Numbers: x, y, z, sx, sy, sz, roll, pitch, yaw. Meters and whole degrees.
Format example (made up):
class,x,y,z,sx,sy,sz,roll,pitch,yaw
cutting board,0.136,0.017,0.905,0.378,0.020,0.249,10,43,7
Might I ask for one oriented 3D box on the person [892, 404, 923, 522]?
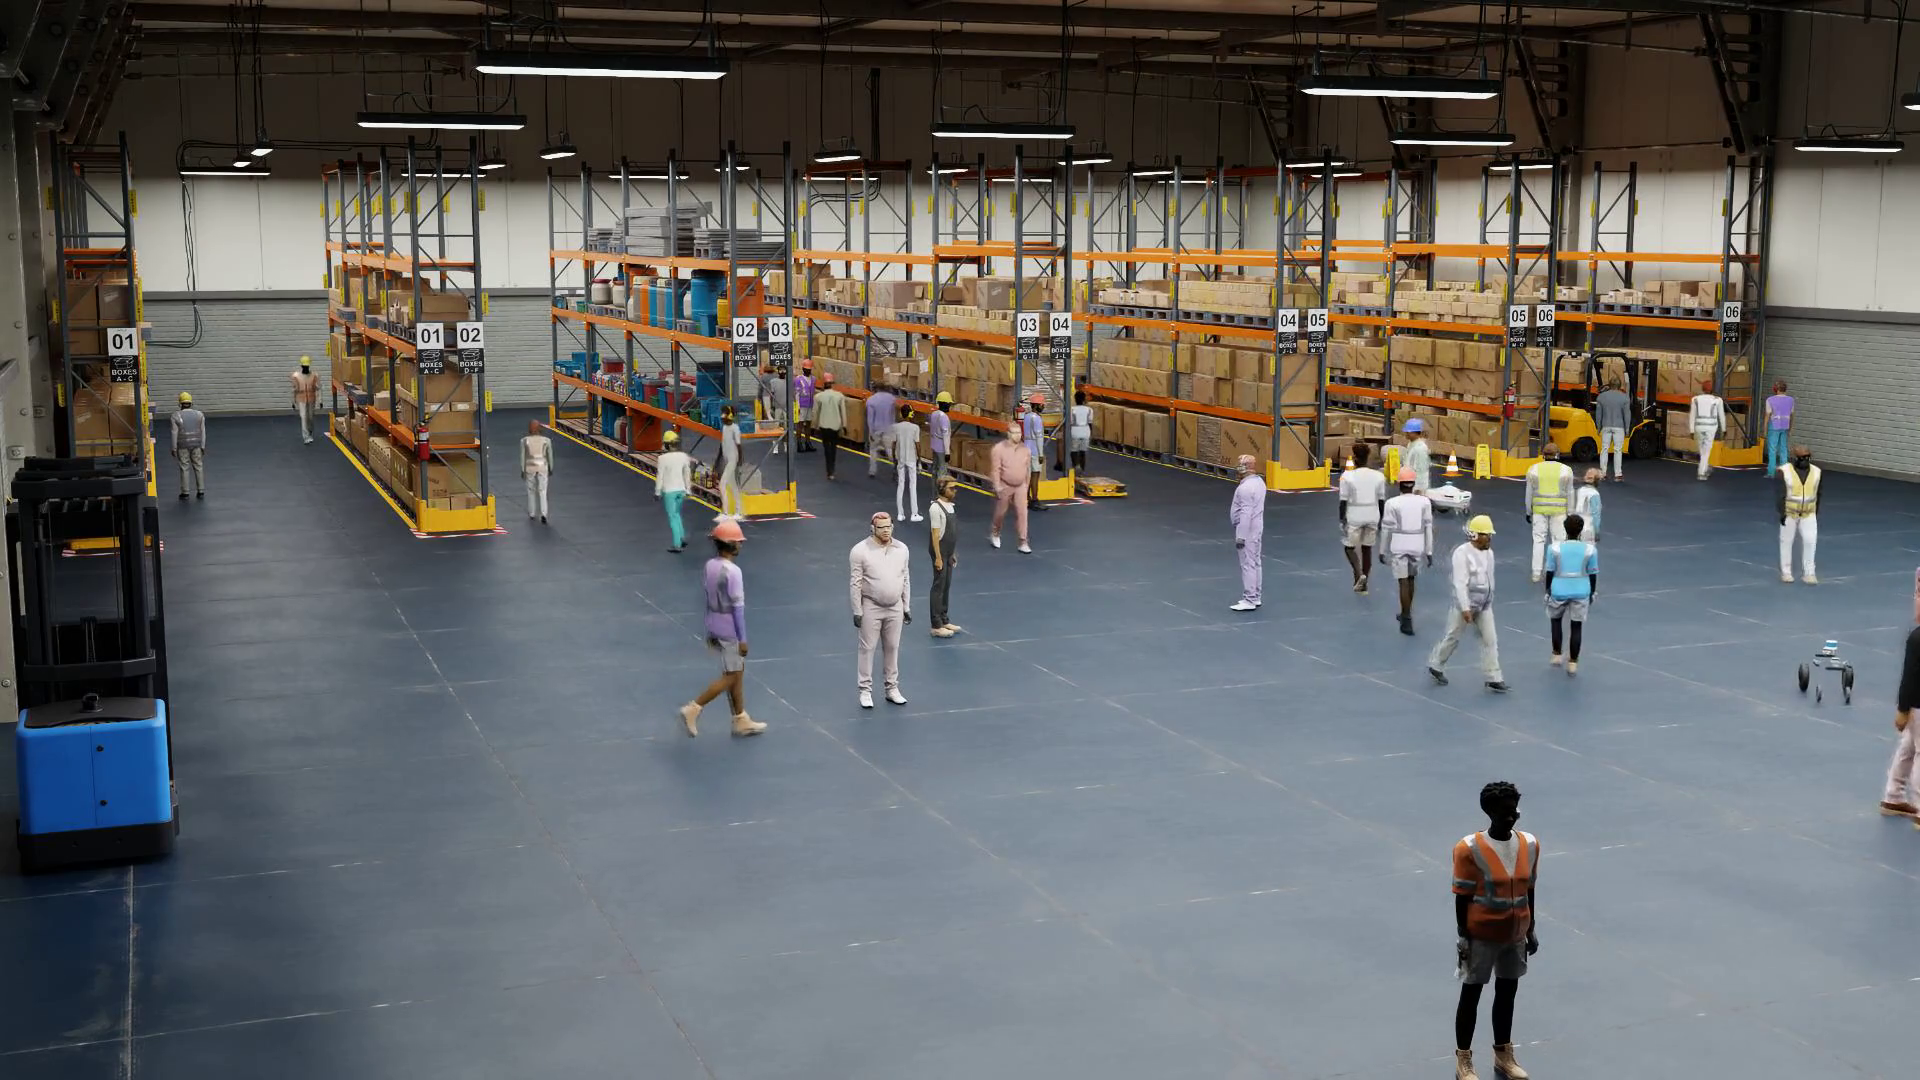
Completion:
class,x,y,z,sx,sy,sz,roll,pitch,yaw
person,-0.839,-1.232,33.309,0.520,1.865,0.327,3,9,21

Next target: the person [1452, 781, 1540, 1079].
class,x,y,z,sx,sy,sz,roll,pitch,yaw
person,2.915,2.137,11.400,0.535,1.697,0.318,-3,9,-20

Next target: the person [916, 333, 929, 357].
class,x,y,z,sx,sy,sz,roll,pitch,yaw
person,-0.984,-4.705,56.281,0.378,1.916,0.594,-6,10,-34

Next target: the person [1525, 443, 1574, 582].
class,x,y,z,sx,sy,sz,roll,pitch,yaw
person,7.763,-0.357,27.572,0.621,1.838,0.429,3,9,22

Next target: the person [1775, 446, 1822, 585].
class,x,y,z,sx,sy,sz,roll,pitch,yaw
person,10.982,-0.320,27.390,0.610,1.807,0.766,1,9,5

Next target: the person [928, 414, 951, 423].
class,x,y,z,sx,sy,sz,roll,pitch,yaw
person,-0.595,-3.711,49.866,0.917,1.846,0.595,6,10,34

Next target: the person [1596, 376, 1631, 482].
class,x,y,z,sx,sy,sz,roll,pitch,yaw
person,12.015,-2.051,38.515,0.635,1.938,0.359,6,10,34

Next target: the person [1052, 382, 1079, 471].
class,x,y,z,sx,sy,sz,roll,pitch,yaw
person,2.015,-2.276,40.053,0.565,1.922,0.640,-4,9,-25

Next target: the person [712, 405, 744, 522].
class,x,y,z,sx,sy,sz,roll,pitch,yaw
person,-3.747,-1.211,33.240,0.734,1.845,0.522,-4,9,-24

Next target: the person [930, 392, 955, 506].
class,x,y,z,sx,sy,sz,roll,pitch,yaw
person,-0.295,-1.524,35.050,0.376,1.922,0.594,-4,9,-22

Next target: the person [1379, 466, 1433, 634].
class,x,y,z,sx,sy,sz,roll,pitch,yaw
person,5.146,0.091,24.337,0.578,1.904,0.858,-1,9,-7

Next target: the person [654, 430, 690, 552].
class,x,y,z,sx,sy,sz,roll,pitch,yaw
person,-4.140,-0.697,30.111,0.455,1.752,0.525,7,11,40

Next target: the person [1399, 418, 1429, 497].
class,x,y,z,sx,sy,sz,roll,pitch,yaw
person,6.511,-0.789,30.125,0.463,1.928,0.645,-1,9,-5

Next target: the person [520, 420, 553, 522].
class,x,y,z,sx,sy,sz,roll,pitch,yaw
person,-6.730,-1.105,33.325,0.527,1.599,0.833,-3,9,-17

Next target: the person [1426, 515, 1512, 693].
class,x,y,z,sx,sy,sz,roll,pitch,yaw
person,5.154,0.624,21.200,0.597,1.792,0.927,-6,10,-35

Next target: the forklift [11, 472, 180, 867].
class,x,y,z,sx,sy,sz,roll,pitch,yaw
forklift,-6.630,0.886,15.957,1.129,2.768,1.873,-3,9,-21

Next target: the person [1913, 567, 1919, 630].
class,x,y,z,sx,sy,sz,roll,pitch,yaw
person,9.508,0.786,20.278,0.519,1.747,0.665,-1,9,-4

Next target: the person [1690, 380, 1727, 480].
class,x,y,z,sx,sy,sz,roll,pitch,yaw
person,13.876,-2.047,38.834,0.595,1.827,1.001,7,11,41

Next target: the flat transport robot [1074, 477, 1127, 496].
class,x,y,z,sx,sy,sz,roll,pitch,yaw
flat transport robot,2.442,-0.942,36.804,0.652,0.197,1.431,-2,9,-11

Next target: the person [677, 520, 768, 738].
class,x,y,z,sx,sy,sz,roll,pitch,yaw
person,-2.179,0.823,19.077,0.853,2.022,0.619,-4,10,-26

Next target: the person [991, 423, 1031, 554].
class,x,y,z,sx,sy,sz,roll,pitch,yaw
person,0.728,-0.780,30.289,0.640,1.866,0.945,-3,9,-18

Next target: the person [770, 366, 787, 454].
class,x,y,z,sx,sy,sz,roll,pitch,yaw
person,-3.659,-2.708,43.130,0.514,1.873,0.329,-3,9,-18

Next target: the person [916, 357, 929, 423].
class,x,y,z,sx,sy,sz,roll,pitch,yaw
person,-0.943,-3.505,49.229,0.498,1.633,0.283,-2,9,-13

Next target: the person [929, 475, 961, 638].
class,x,y,z,sx,sy,sz,roll,pitch,yaw
person,-0.176,0.172,24.007,0.345,1.847,0.504,3,9,19

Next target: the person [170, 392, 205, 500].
class,x,y,z,sx,sy,sz,roll,pitch,yaw
person,-13.277,-1.621,36.004,0.591,1.834,0.404,-7,11,-39

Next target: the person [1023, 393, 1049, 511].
class,x,y,z,sx,sy,sz,roll,pitch,yaw
person,1.249,-1.459,34.605,0.375,1.931,0.542,-4,9,-22

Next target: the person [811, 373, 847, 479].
class,x,y,z,sx,sy,sz,roll,pitch,yaw
person,-2.465,-2.133,39.069,0.651,1.935,1.040,-4,9,-22

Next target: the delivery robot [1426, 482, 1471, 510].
class,x,y,z,sx,sy,sz,roll,pitch,yaw
delivery robot,7.919,-0.704,33.960,0.477,0.478,0.707,-8,12,-43

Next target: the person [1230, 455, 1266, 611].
class,x,y,z,sx,sy,sz,roll,pitch,yaw
person,3.500,-0.095,25.595,0.400,1.905,0.644,4,9,25

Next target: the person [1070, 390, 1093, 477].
class,x,y,z,sx,sy,sz,roll,pitch,yaw
person,2.211,-1.915,38.458,0.540,1.682,0.447,-3,9,-17

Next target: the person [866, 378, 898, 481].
class,x,y,z,sx,sy,sz,roll,pitch,yaw
person,-1.416,-2.030,38.518,0.636,1.907,0.931,-4,9,-26

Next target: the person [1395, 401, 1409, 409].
class,x,y,z,sx,sy,sz,roll,pitch,yaw
person,10.221,-3.427,48.378,0.483,1.737,0.320,8,12,42

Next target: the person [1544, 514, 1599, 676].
class,x,y,z,sx,sy,sz,roll,pitch,yaw
person,6.410,0.557,22.003,0.550,1.671,0.654,2,9,11

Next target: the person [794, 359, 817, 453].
class,x,y,z,sx,sy,sz,roll,pitch,yaw
person,-3.182,-2.791,43.481,0.543,1.932,0.376,-8,12,-44

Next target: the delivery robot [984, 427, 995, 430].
class,x,y,z,sx,sy,sz,roll,pitch,yaw
delivery robot,0.685,-2.679,47.131,0.477,0.478,0.707,-2,9,-16

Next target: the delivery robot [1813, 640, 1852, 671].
class,x,y,z,sx,sy,sz,roll,pitch,yaw
delivery robot,8.701,1.122,20.915,0.335,0.223,0.698,2,9,14

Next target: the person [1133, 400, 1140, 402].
class,x,y,z,sx,sy,sz,roll,pitch,yaw
person,4.027,-3.590,48.607,0.656,1.993,0.398,-4,9,-23

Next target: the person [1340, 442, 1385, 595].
class,x,y,z,sx,sy,sz,roll,pitch,yaw
person,5.110,-0.256,26.531,0.620,1.952,0.554,-1,9,-9

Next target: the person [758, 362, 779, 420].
class,x,y,z,sx,sy,sz,roll,pitch,yaw
person,-4.327,-3.246,47.611,0.507,1.605,0.795,-4,9,-24

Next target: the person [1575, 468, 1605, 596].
class,x,y,z,sx,sy,sz,roll,pitch,yaw
person,7.980,-0.108,26.620,0.378,1.620,0.606,-1,9,-6

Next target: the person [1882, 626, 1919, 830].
class,x,y,z,sx,sy,sz,roll,pitch,yaw
person,7.543,1.280,16.353,0.624,1.951,0.702,-7,11,-40

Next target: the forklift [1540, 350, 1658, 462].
class,x,y,z,sx,sy,sz,roll,pitch,yaw
forklift,12.897,-2.725,42.309,2.313,2.155,1.214,-3,9,-21

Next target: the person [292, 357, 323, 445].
class,x,y,z,sx,sy,sz,roll,pitch,yaw
person,-14.120,-3.031,45.294,0.610,1.876,1.017,-3,9,-21

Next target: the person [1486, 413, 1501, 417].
class,x,y,z,sx,sy,sz,roll,pitch,yaw
person,10.768,-2.626,42.069,0.630,2.026,0.606,-4,10,-27

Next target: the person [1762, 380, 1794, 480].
class,x,y,z,sx,sy,sz,roll,pitch,yaw
person,15.141,-2.031,38.717,0.569,1.841,0.399,-2,9,-14

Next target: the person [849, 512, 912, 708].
class,x,y,z,sx,sy,sz,roll,pitch,yaw
person,-0.759,0.672,20.469,0.638,1.910,0.407,-4,10,-27
